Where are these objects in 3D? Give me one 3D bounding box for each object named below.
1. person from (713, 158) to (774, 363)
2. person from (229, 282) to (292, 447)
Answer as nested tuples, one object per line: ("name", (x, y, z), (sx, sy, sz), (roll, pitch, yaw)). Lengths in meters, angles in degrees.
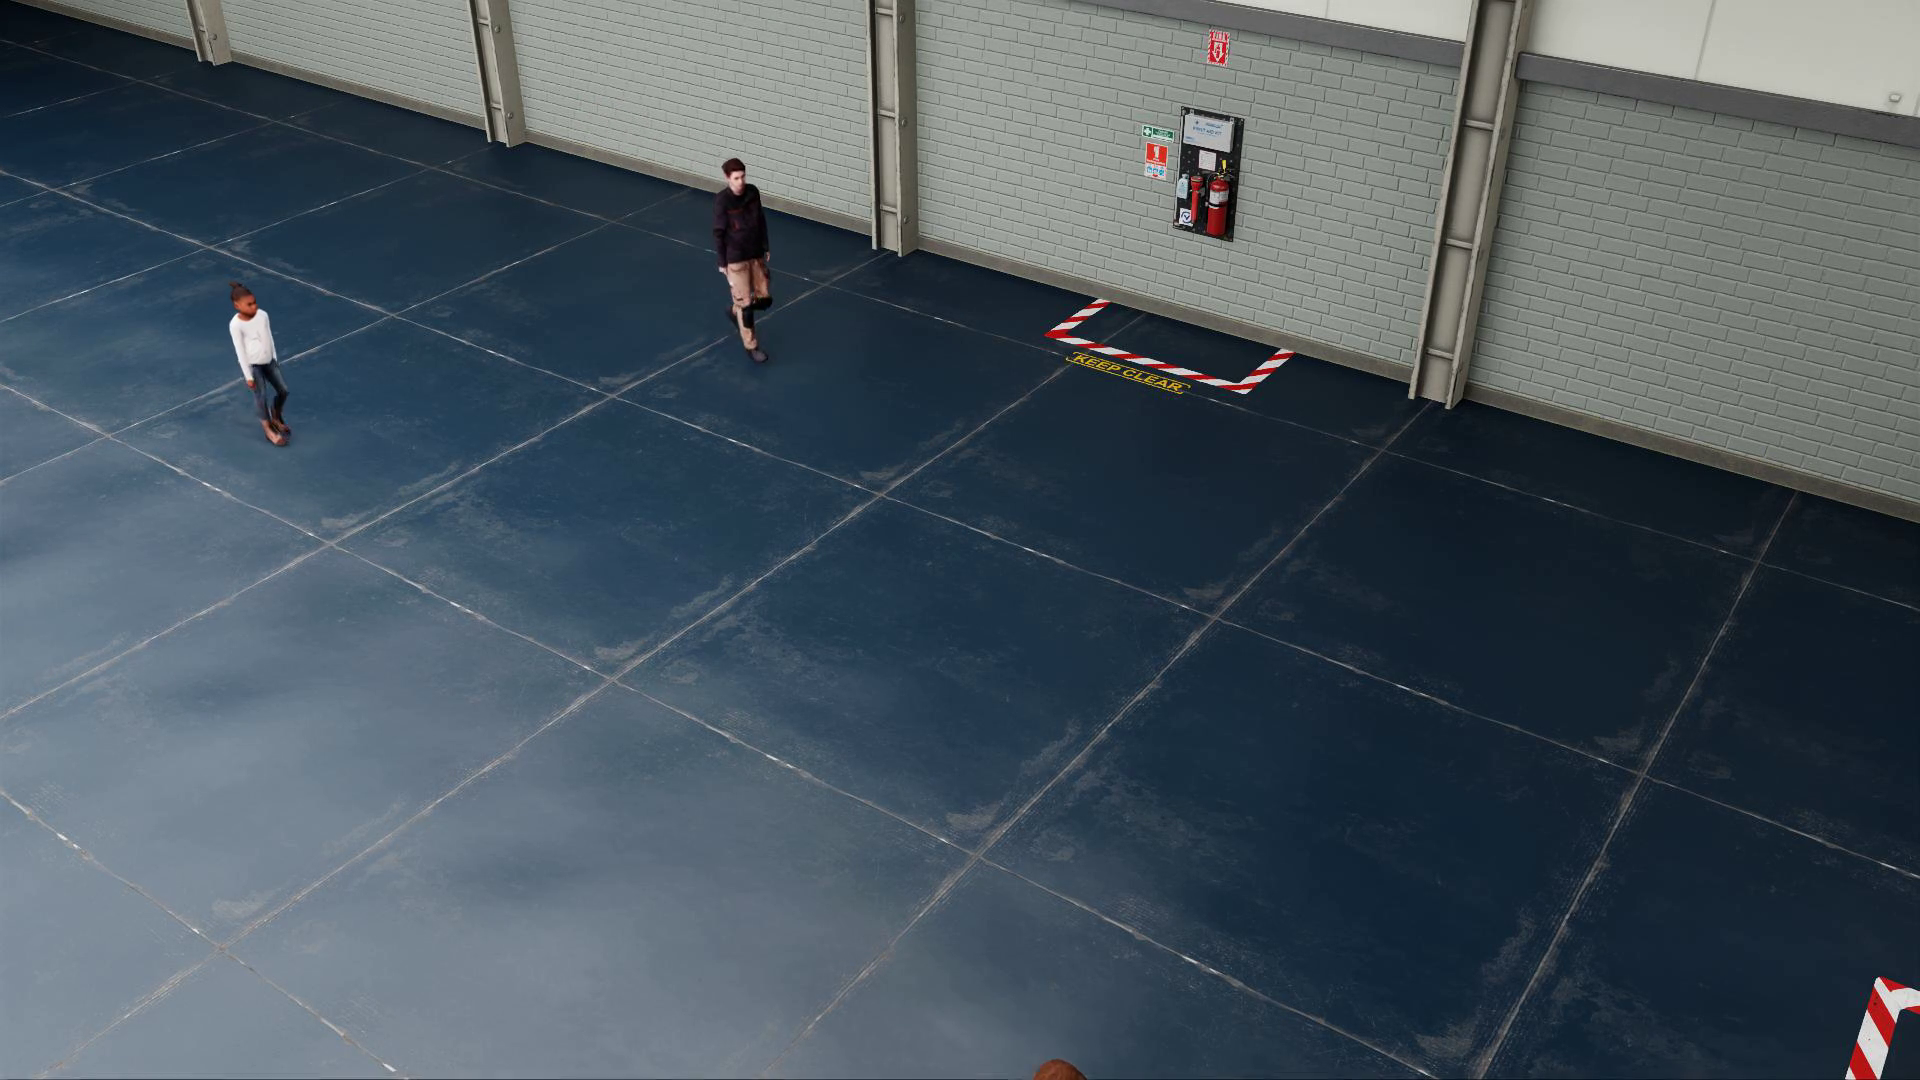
("person", (-1.999, -2.558, 15.024), (0.822, 1.907, 0.968), (-27, 41, -35))
("person", (-5.832, -1.462, 13.719), (0.554, 1.447, 0.531), (18, 37, 27))
